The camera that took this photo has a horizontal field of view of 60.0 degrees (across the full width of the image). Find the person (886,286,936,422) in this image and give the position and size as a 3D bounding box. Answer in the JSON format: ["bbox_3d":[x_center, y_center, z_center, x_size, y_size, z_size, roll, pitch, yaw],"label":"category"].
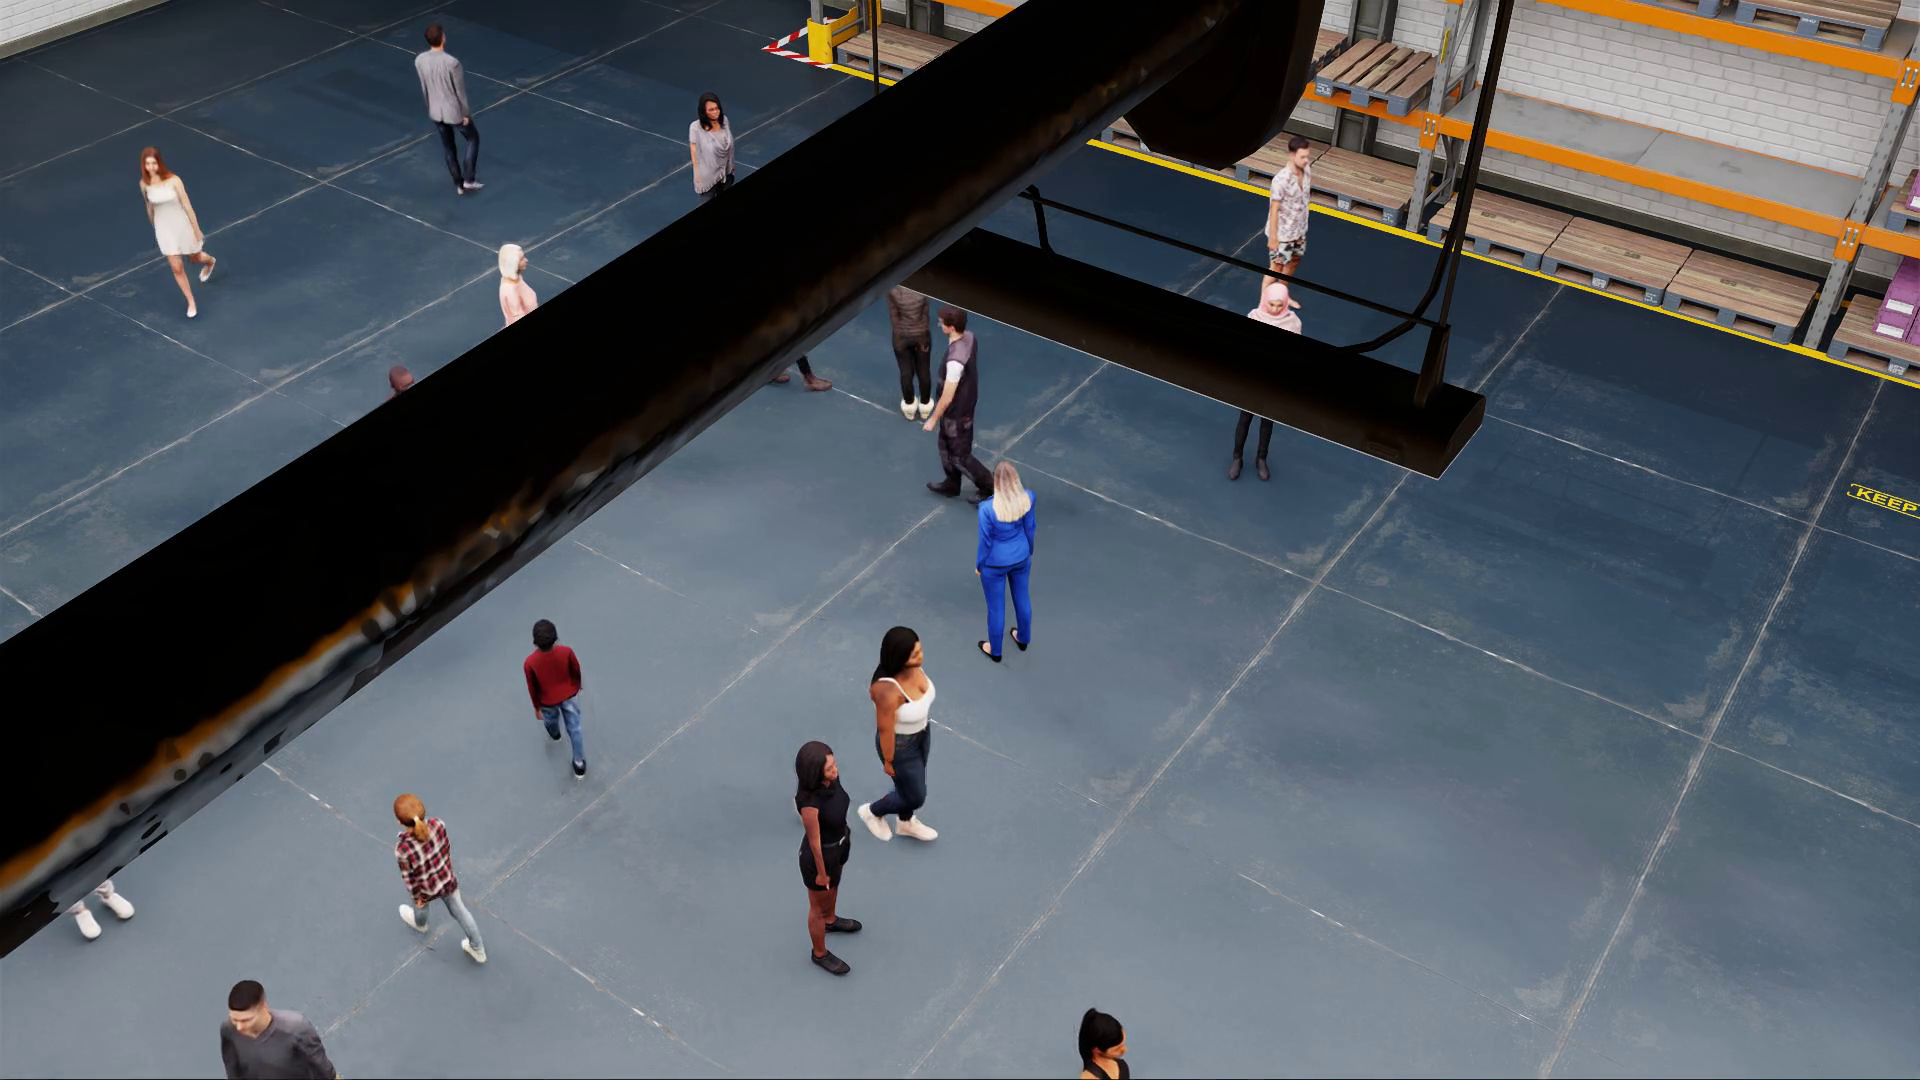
[{"bbox_3d":[-0.433,-1.777,14.327,0.667,1.660,0.731,31,48,33],"label":"person"}]

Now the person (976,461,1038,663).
[{"bbox_3d":[0.333,0.150,11.884,0.698,1.699,0.699,-18,42,-21],"label":"person"}]

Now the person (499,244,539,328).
[{"bbox_3d":[-3.743,-1.760,14.255,0.732,1.725,0.663,-8,39,-10],"label":"person"}]

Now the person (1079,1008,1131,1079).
[{"bbox_3d":[0.681,2.935,8.423,0.658,1.665,0.660,4,39,5],"label":"person"}]

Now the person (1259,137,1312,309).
[{"bbox_3d":[3.078,-2.974,15.709,0.726,1.807,0.645,-30,47,-32],"label":"person"}]

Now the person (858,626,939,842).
[{"bbox_3d":[-0.444,1.238,10.440,0.820,1.801,0.746,13,41,16],"label":"person"}]

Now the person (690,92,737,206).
[{"bbox_3d":[-2.495,-3.791,16.890,0.697,1.609,0.726,-28,46,-31],"label":"person"}]

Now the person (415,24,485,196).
[{"bbox_3d":[-5.425,-4.489,17.564,0.764,1.860,0.871,6,39,7],"label":"person"}]

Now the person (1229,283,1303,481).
[{"bbox_3d":[2.478,-1.299,13.614,0.700,1.804,0.795,2,39,3],"label":"person"}]

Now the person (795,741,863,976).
[{"bbox_3d":[-0.789,1.827,9.750,0.649,1.741,0.663,7,39,9],"label":"person"}]

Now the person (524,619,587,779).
[{"bbox_3d":[-2.672,1.069,11.110,0.785,1.229,0.947,-16,41,-19],"label":"person"}]

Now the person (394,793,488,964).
[{"bbox_3d":[-3.084,2.044,9.860,0.917,1.266,0.567,27,46,30],"label":"person"}]

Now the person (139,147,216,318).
[{"bbox_3d":[-7.451,-2.998,15.841,1.001,1.681,1.043,-2,39,-3],"label":"person"}]

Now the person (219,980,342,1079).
[{"bbox_3d":[-3.436,2.774,8.587,1.179,1.712,1.105,2,39,3],"label":"person"}]

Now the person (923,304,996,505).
[{"bbox_3d":[0.062,-1.053,13.284,1.003,1.831,0.907,4,39,5],"label":"person"}]
